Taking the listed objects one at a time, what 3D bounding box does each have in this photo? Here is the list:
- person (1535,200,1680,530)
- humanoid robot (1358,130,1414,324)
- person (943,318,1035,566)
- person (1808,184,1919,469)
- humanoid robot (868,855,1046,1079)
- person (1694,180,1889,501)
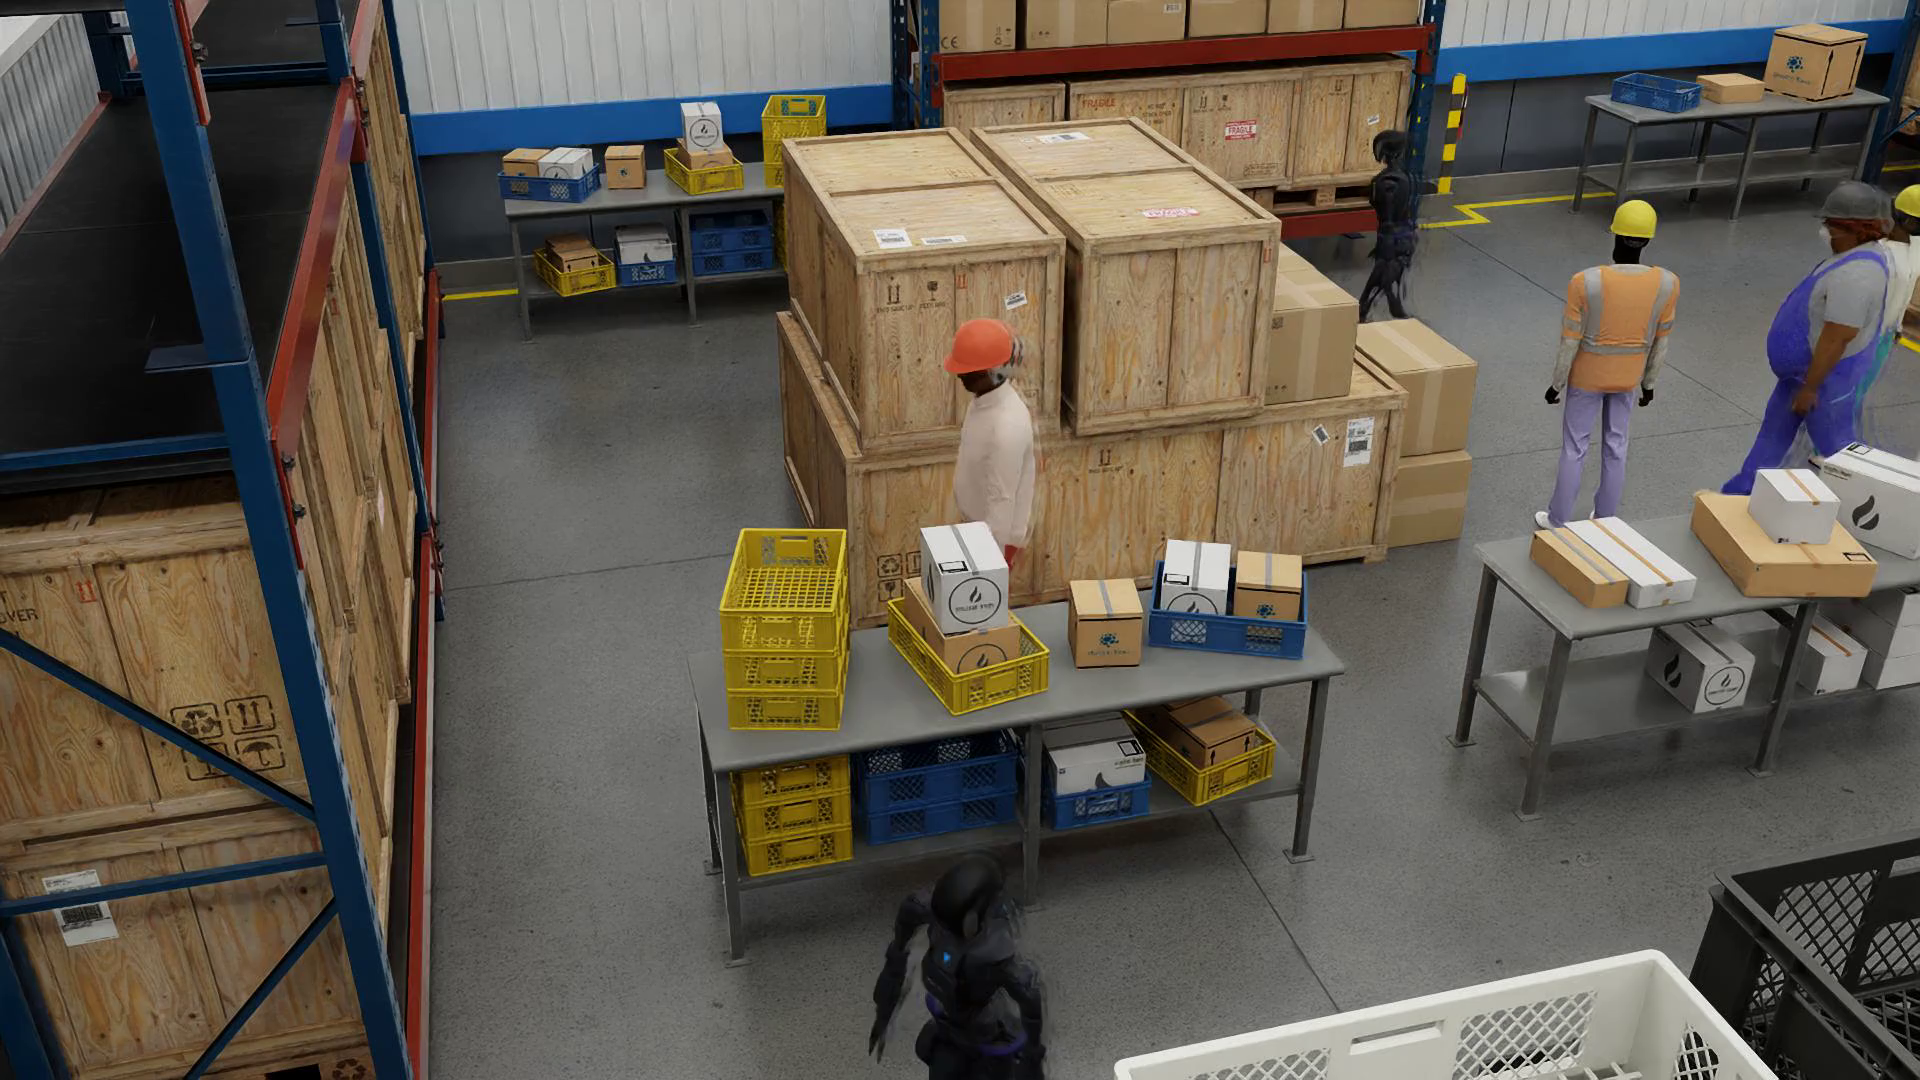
[{"bbox_3d":[3.492,-0.897,9.026,0.594,1.925,0.369,0,29,-1],"label":"person"},{"bbox_3d":[2.970,-1.954,11.240,0.686,1.628,0.600,11,31,18],"label":"humanoid robot"},{"bbox_3d":[0.148,-0.086,7.502,0.583,1.968,0.636,-6,29,-11],"label":"person"},{"bbox_3d":[5.413,-1.238,9.814,0.522,1.765,0.319,-20,35,-32],"label":"person"},{"bbox_3d":[0.064,1.487,4.976,0.648,1.634,0.556,25,37,37],"label":"humanoid robot"},{"bbox_3d":[4.771,-0.979,9.058,1.003,2.000,0.735,14,32,23],"label":"person"}]
